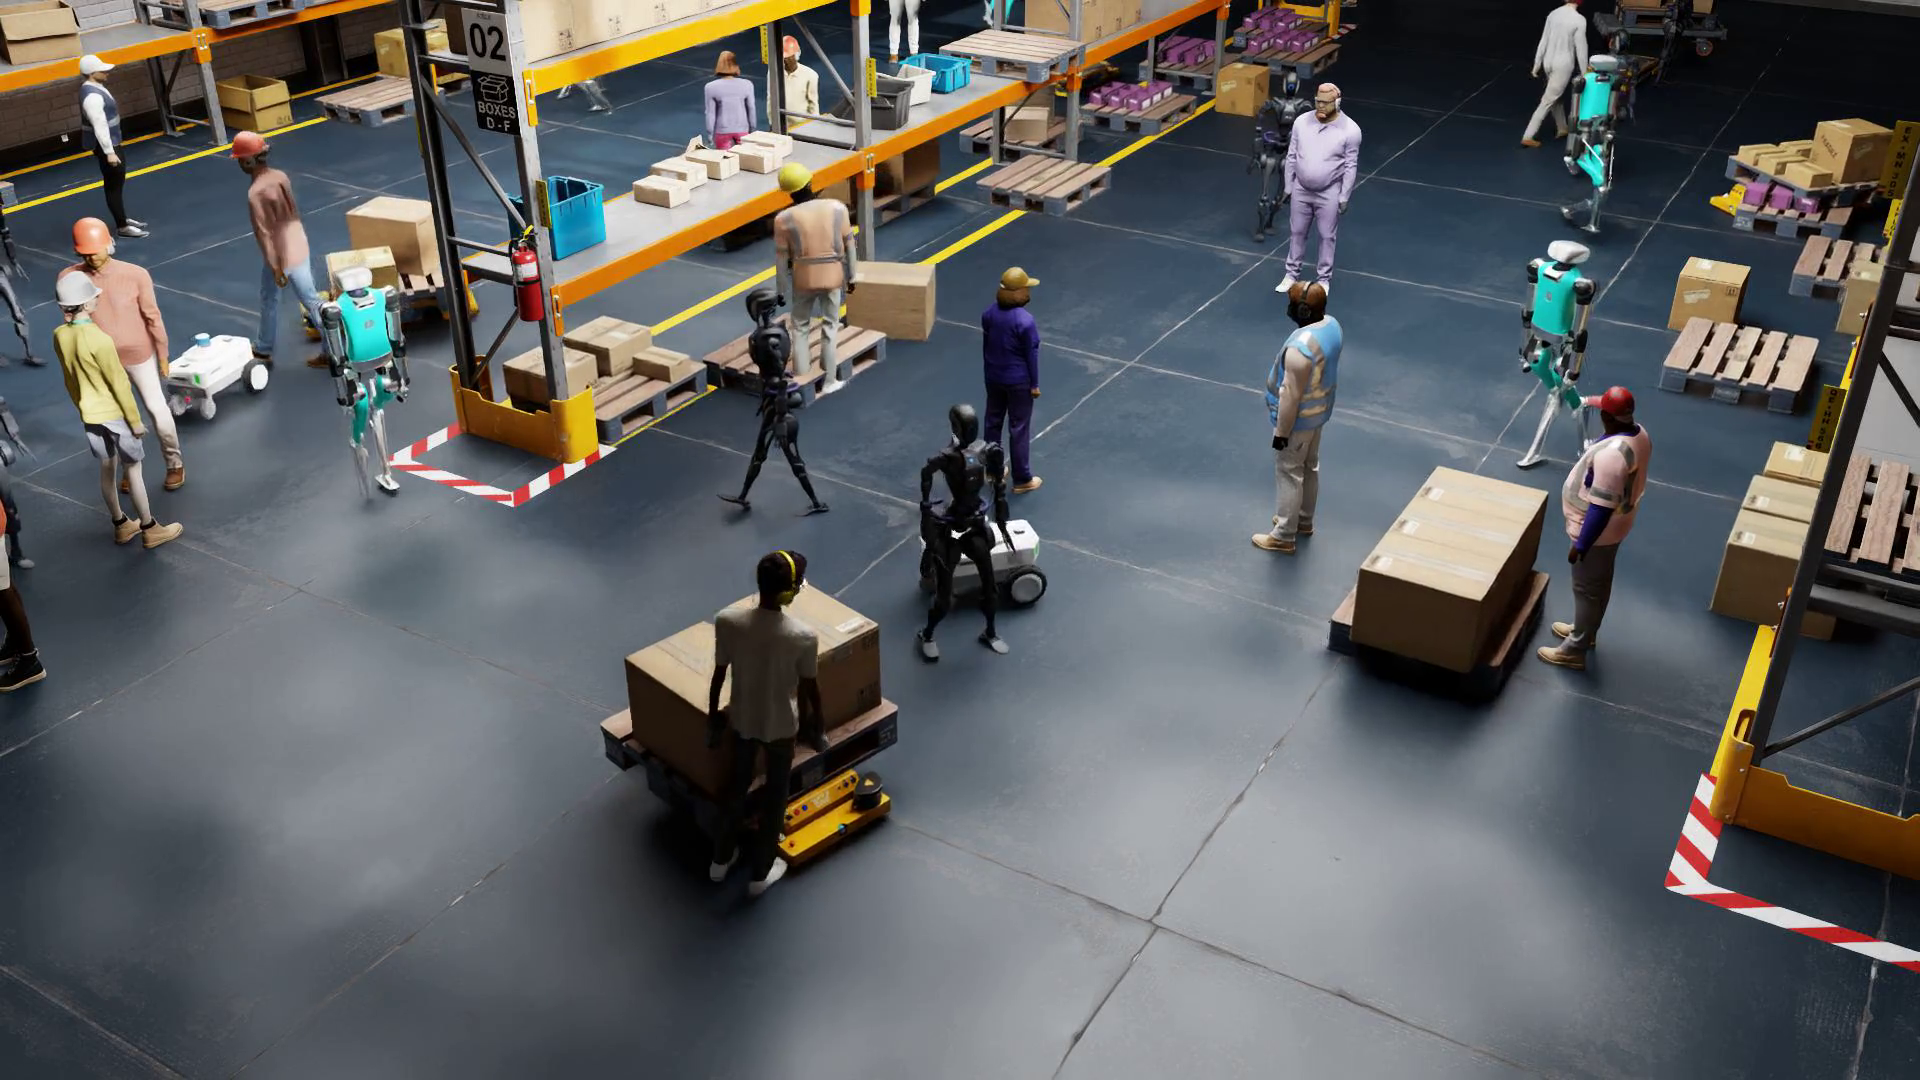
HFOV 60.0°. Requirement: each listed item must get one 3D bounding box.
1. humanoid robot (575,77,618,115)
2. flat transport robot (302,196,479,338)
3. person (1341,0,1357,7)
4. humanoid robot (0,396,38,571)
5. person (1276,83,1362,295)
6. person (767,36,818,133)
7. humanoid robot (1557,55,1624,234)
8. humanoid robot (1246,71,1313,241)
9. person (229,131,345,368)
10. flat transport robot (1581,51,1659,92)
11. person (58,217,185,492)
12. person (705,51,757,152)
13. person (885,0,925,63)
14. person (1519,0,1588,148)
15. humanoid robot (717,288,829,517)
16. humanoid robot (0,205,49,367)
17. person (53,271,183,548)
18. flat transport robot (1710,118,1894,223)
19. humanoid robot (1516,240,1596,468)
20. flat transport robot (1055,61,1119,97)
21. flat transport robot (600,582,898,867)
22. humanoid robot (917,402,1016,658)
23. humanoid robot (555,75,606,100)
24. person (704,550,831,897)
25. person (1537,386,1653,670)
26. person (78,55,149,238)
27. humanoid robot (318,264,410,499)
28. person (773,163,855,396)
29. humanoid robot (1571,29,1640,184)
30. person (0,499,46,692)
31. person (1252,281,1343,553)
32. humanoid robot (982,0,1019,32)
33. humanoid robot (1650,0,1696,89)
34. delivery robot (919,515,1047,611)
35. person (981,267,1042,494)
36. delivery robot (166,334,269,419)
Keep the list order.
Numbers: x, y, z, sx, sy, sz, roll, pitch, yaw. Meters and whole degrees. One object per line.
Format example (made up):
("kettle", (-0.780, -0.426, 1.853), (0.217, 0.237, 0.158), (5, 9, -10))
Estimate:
("humanoid robot", (-4.508, -6.013, 20.069), (0.659, 1.787, 0.534), (-21, 35, -32))
("flat transport robot", (-5.005, -2.064, 14.592), (1.431, 0.231, 0.659), (-11, 31, -19))
("person", (6.038, -9.119, 25.562), (0.329, 1.750, 0.571), (1, 29, 2))
("humanoid robot", (-6.189, -0.550, 10.484), (0.319, 1.652, 0.605), (19, 35, 30))
("person", (3.161, -3.087, 14.741), (0.641, 1.908, 0.413), (15, 33, 25))
("person", (-1.716, -4.267, 16.988), (0.560, 1.743, 0.342), (9, 31, 16))
("humanoid robot", (6.181, -3.754, 16.095), (0.541, 1.728, 1.035), (-8, 31, -14))
("humanoid robot", (3.095, -3.727, 16.116), (0.609, 1.640, 0.533), (-1, 30, -2))
("person", (-5.523, -2.295, 13.289), (0.930, 1.946, 0.644), (5, 30, 8))
("flat transport robot", (8.641, -6.145, 21.811), (0.659, 0.231, 1.431), (21, 36, 32))
("person", (-5.764, -1.265, 11.439), (0.612, 1.986, 0.405), (-5, 30, -8))
("person", (-2.308, -4.122, 16.854), (0.515, 1.626, 0.287), (-4, 30, -7))
("person", (-0.732, -7.403, 22.344), (0.627, 1.939, 0.375), (-2, 30, -4))
("person", (6.843, -5.419, 18.945), (1.010, 1.839, 0.599), (-15, 33, -25))
("humanoid robot", (-1.276, -0.885, 11.110), (0.736, 1.630, 0.615), (-9, 31, -16))
("humanoid robot", (-7.795, -2.152, 13.317), (0.593, 1.643, 0.609), (19, 34, 29))
("person", (-5.505, -0.816, 10.741), (0.472, 1.892, 0.385), (10, 31, 17))
("flat transport robot", (8.568, -3.502, 17.137), (1.431, 0.231, 0.659), (-8, 30, -13))
("humanoid robot", (4.329, -1.272, 11.787), (0.853, 1.866, 0.552), (-17, 34, -28))
("flat transport robot", (1.448, -6.021, 21.592), (0.659, 0.231, 1.431), (17, 34, 27))
("flat transport robot", (-1.090, 1.195, 8.828), (0.659, 0.231, 1.431), (-26, 38, -38))
("humanoid robot", (0.012, -0.062, 9.621), (0.602, 1.642, 0.395), (-14, 32, -23))
("humanoid robot", (-4.770, -6.417, 20.821), (0.534, 1.774, 0.903), (23, 37, 35))
("person", (-0.915, 0.874, 7.807), (0.566, 1.830, 0.417), (7, 30, 12))
("person", (3.650, -0.075, 9.570), (0.419, 1.750, 0.611), (19, 35, 30))
("person", (-8.301, -3.838, 16.215), (0.444, 1.759, 0.762), (-12, 32, -20))
("humanoid robot", (-4.095, -1.045, 11.399), (0.542, 1.867, 0.774), (-24, 37, -35))
("person", (-1.110, -1.967, 12.785), (0.636, 1.885, 0.387), (-6, 30, -11))
("humanoid robot", (6.866, -4.590, 17.646), (0.609, 1.644, 0.538), (-5, 30, -9))
("person", (-5.556, -0.069, 9.341), (0.367, 1.966, 0.604), (-17, 34, -27))
("person", (2.187, -0.801, 10.772), (0.429, 1.836, 0.626), (17, 34, 28))
("humanoid robot", (0.552, -7.527, 22.827), (0.539, 1.832, 0.784), (22, 36, 34))
("humanoid robot", (9.198, -6.650, 21.261), (0.315, 1.657, 0.599), (25, 38, 37))
("delivery robot", (0.128, 0.108, 10.434), (0.749, 0.569, 0.499), (-9, 31, -15))
("person", (0.362, -1.114, 11.534), (0.451, 1.621, 0.349), (24, 37, 36))
("delivery robot", (-5.839, -1.321, 13.002), (0.499, 0.608, 0.797), (8, 30, 13))
